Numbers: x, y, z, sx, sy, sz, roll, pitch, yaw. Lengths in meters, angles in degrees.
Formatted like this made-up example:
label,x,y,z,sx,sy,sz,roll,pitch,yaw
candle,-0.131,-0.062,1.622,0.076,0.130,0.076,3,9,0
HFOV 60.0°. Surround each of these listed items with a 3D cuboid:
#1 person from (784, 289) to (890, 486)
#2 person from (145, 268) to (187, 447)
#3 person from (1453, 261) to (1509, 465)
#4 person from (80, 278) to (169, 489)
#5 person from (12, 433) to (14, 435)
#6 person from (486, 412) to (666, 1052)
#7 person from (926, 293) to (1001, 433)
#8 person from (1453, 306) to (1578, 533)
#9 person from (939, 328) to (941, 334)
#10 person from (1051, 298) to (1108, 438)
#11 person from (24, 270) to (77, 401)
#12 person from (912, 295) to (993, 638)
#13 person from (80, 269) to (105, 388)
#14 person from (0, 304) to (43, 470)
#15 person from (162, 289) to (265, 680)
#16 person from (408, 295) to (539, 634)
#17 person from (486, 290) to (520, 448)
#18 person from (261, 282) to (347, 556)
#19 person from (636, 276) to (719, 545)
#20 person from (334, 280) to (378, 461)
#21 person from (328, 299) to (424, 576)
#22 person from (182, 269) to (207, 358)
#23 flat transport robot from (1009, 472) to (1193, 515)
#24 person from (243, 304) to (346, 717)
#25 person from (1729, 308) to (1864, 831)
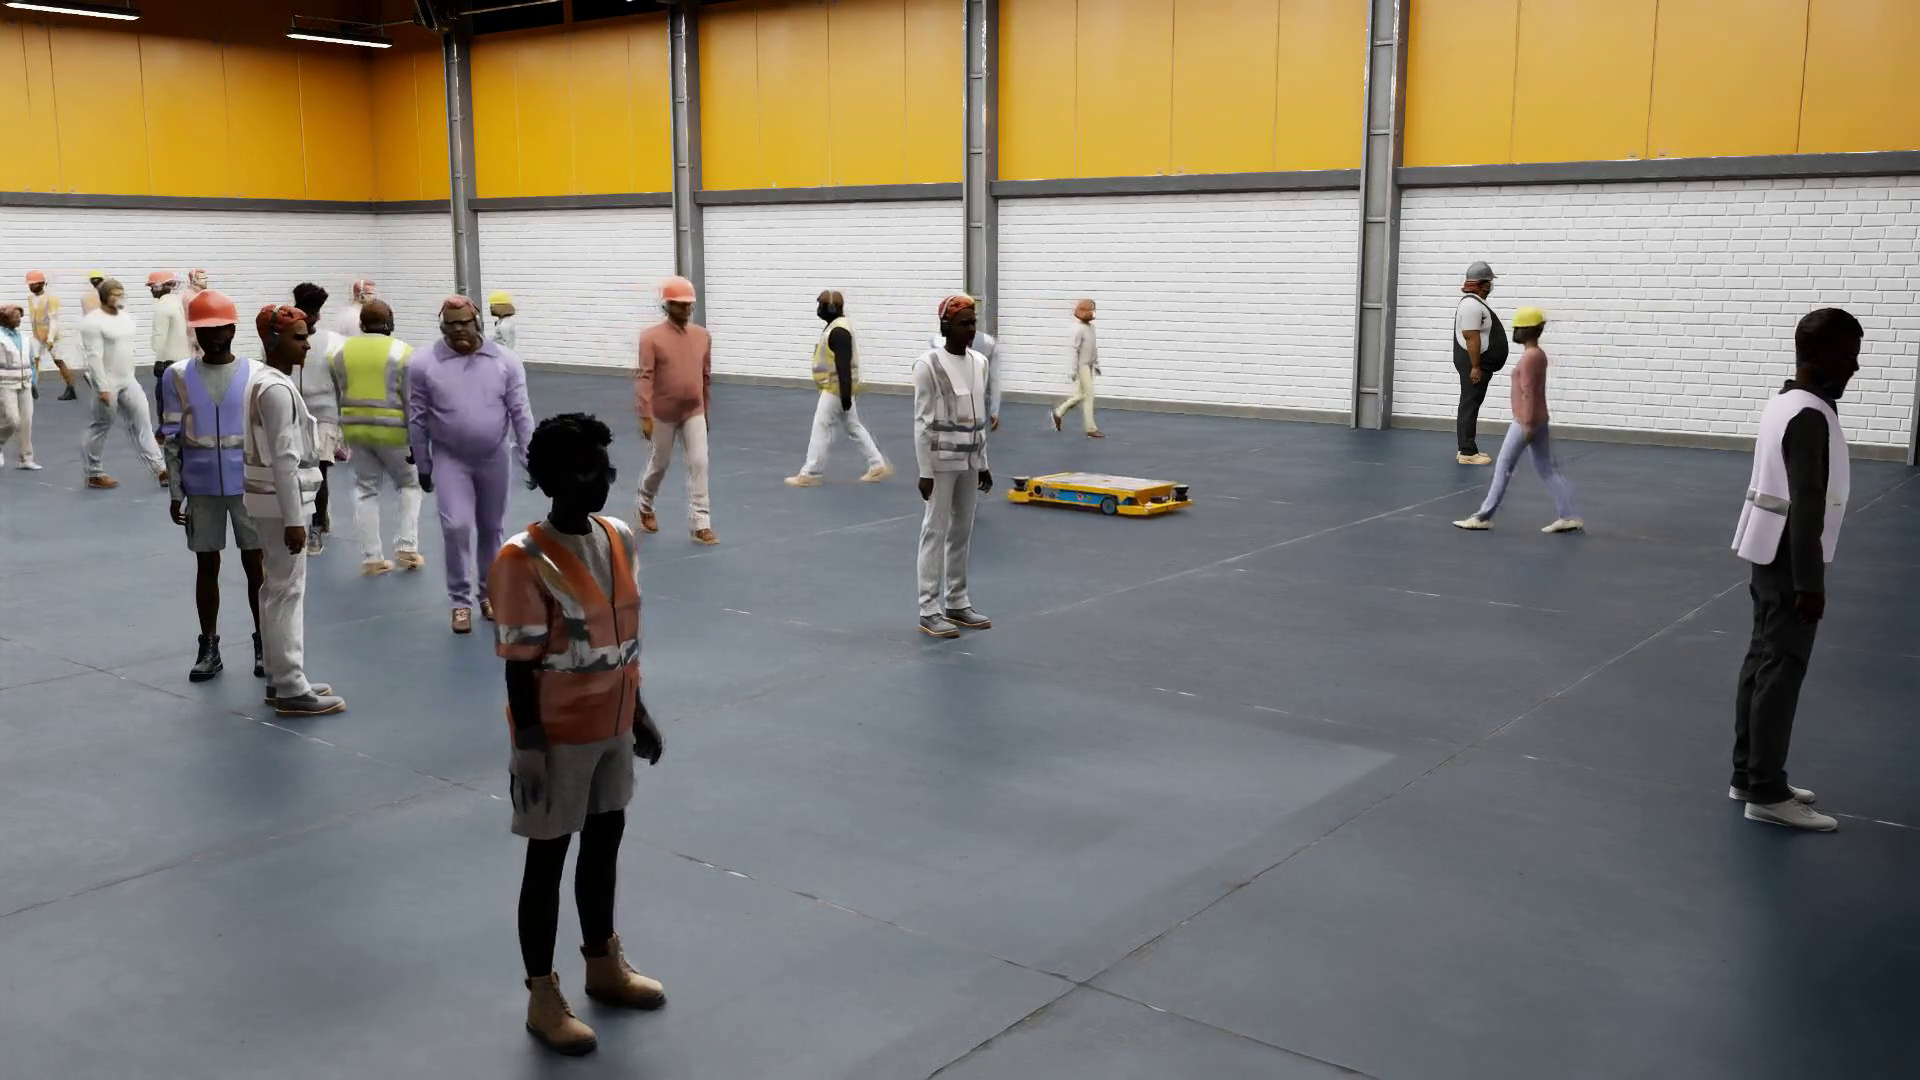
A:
label,x,y,z,sx,sy,sz,roll,pitch,yaw
person,-1.094,-1.386,15.196,0.962,1.801,0.646,-1,10,-6
person,-8.549,-1.980,18.170,0.805,1.962,0.617,-3,10,-15
person,5.262,-1.790,16.827,0.537,2.000,0.682,3,10,15
person,-7.460,-1.375,14.839,1.012,1.885,0.659,3,10,15
person,-11.520,-2.110,19.300,0.803,1.842,0.513,-1,10,-8
person,-1.026,0.497,4.495,0.318,1.700,0.581,5,11,25
person,-0.015,-1.069,13.333,0.614,1.787,0.886,-2,10,-11
person,4.279,-0.902,12.588,0.879,1.720,0.531,6,11,31
person,-0.041,-1.875,18.506,0.284,1.633,0.498,-7,12,-37
person,1.382,-1.994,19.258,0.684,1.610,0.511,4,11,24
person,-13.108,-2.896,23.747,0.565,1.871,1.035,3,10,19
person,-0.033,-0.412,9.262,0.354,1.881,0.576,8,13,39
person,-13.187,-3.202,25.458,0.630,1.886,0.746,3,10,16
person,-9.247,-1.482,16.214,0.414,1.625,0.533,3,10,17
person,-3.654,-0.270,8.275,0.545,1.939,0.354,-3,10,-17
person,-2.725,-0.427,9.380,0.659,1.878,0.723,-4,11,-24
person,-4.907,-1.818,17.891,0.348,1.743,0.495,-2,10,-11
person,-4.637,-0.883,11.900,0.612,1.920,0.808,-1,10,-7
person,-2.138,-0.971,12.322,0.637,1.963,0.973,-7,12,-35
person,-6.073,-1.717,16.952,0.988,1.861,0.655,-3,10,-15
person,-3.810,-0.676,11.012,0.625,1.814,0.551,1,10,5
person,-10.683,-2.857,23.429,0.400,1.909,0.643,-2,10,-11
flat transport robot,1.165,-0.401,13.885,1.431,0.197,0.652,8,13,40
person,-3.098,-0.134,7.649,0.359,1.882,0.575,-5,11,-27
person,3.096,0.099,6.203,0.390,1.914,0.587,3,10,16
